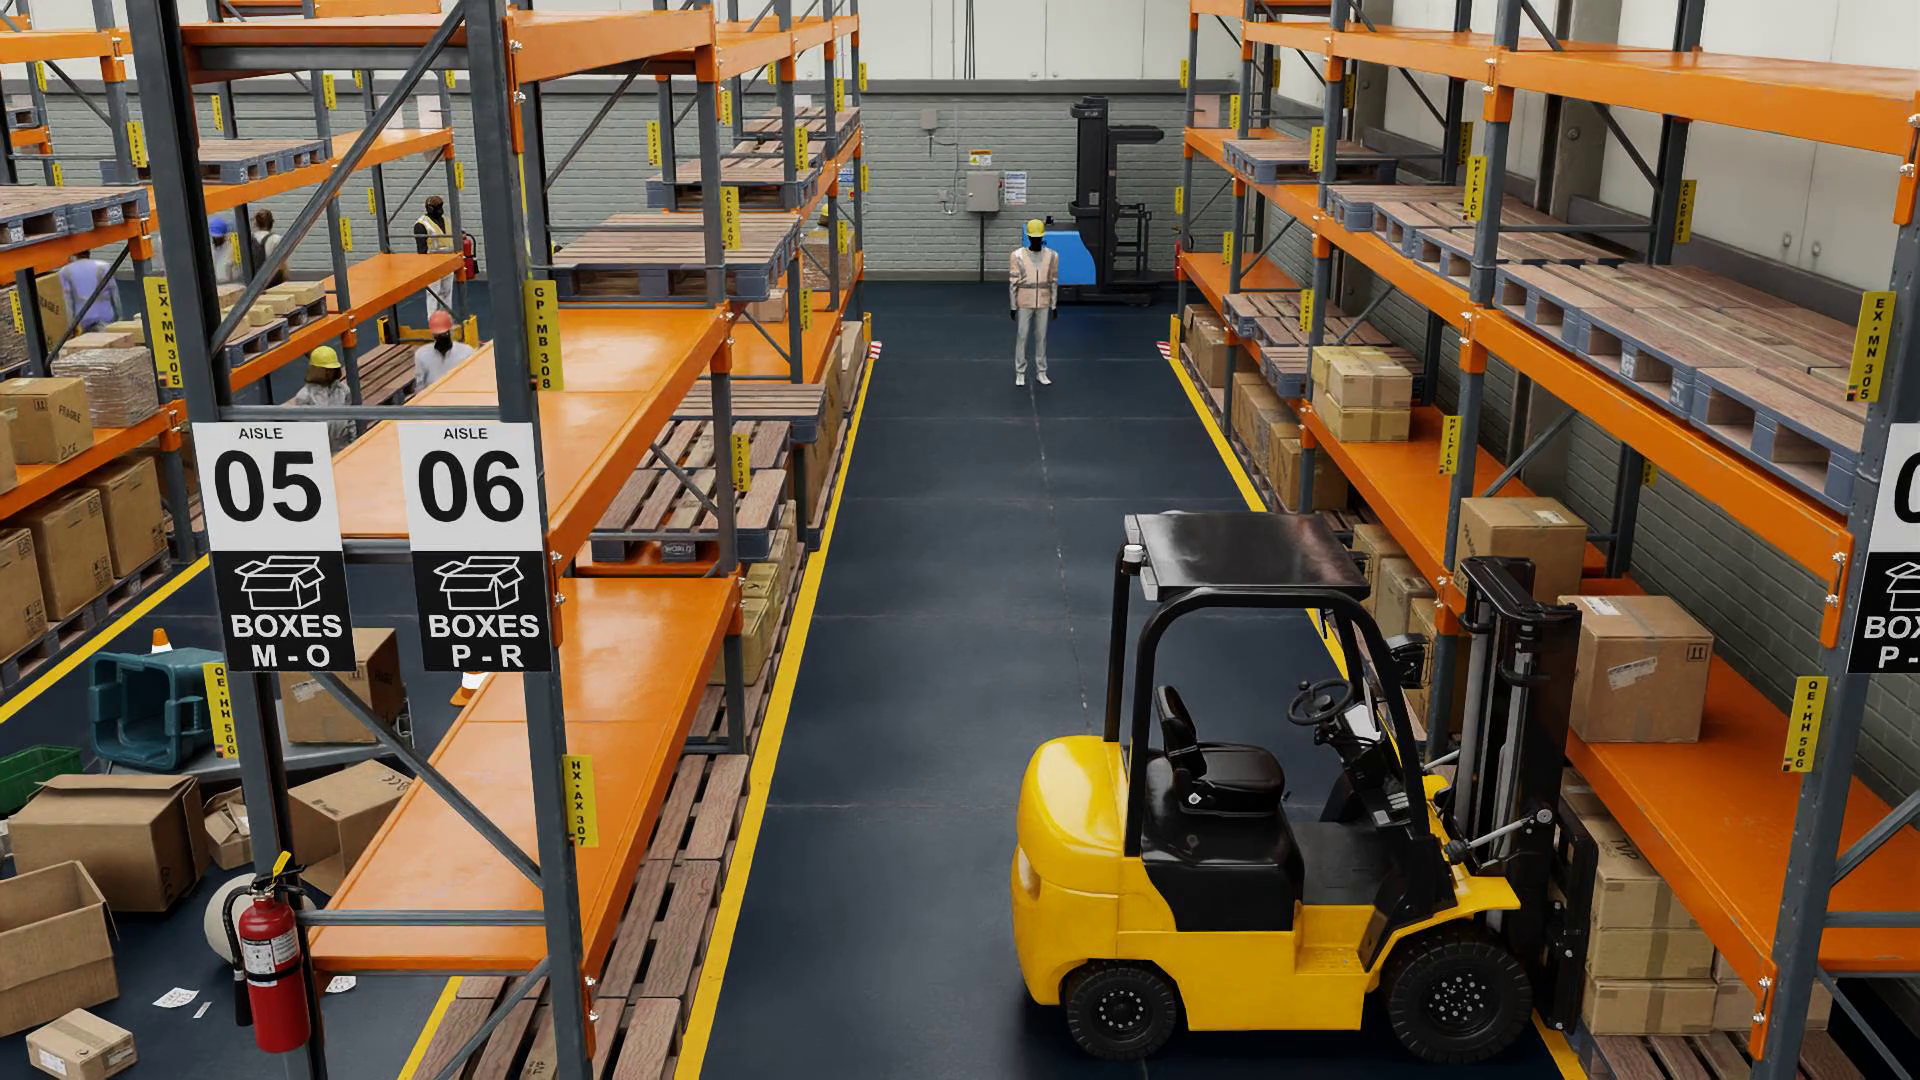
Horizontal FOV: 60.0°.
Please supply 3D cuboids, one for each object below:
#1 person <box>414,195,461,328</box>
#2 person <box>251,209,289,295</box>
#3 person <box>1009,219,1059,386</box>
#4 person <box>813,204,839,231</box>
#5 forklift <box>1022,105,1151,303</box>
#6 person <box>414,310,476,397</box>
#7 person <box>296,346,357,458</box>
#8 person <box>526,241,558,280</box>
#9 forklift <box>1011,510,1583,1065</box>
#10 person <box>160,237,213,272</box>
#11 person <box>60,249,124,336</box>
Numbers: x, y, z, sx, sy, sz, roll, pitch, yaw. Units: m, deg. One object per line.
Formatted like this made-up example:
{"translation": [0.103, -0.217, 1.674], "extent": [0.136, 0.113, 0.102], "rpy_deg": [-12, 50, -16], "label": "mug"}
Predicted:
{"translation": [-6.975, -3.689, 22.294], "extent": [0.430, 1.837, 0.628], "rpy_deg": [9, 20, 25], "label": "person"}
{"translation": [-8.677, -3.240, 20.921], "extent": [0.546, 1.827, 0.451], "rpy_deg": [3, 19, 10], "label": "person"}
{"translation": [0.860, -2.751, 19.303], "extent": [0.587, 1.927, 0.367], "rpy_deg": [-4, 19, -12], "label": "person"}
{"translation": [-1.747, -3.628, 22.262], "extent": [0.487, 1.737, 0.342], "rpy_deg": [-12, 22, -33], "label": "person"}
{"translation": [1.857, -4.944, 24.441], "extent": [1.873, 2.768, 1.129], "rpy_deg": [0, 18, 0], "label": "forklift"}
{"translation": [-4.587, -1.207, 14.933], "extent": [0.568, 1.734, 0.384], "rpy_deg": [-2, 18, -7], "label": "person"}
{"translation": [-5.069, -0.709, 13.439], "extent": [0.326, 1.736, 0.486], "rpy_deg": [14, 23, 36], "label": "person"}
{"translation": [-5.287, -3.247, 21.199], "extent": [0.551, 1.664, 0.717], "rpy_deg": [-15, 24, -38], "label": "person"}
{"translation": [1.387, 1.055, 7.378], "extent": [2.313, 2.155, 1.214], "rpy_deg": [0, 18, 0], "label": "forklift"}
{"translation": [-9.768, -3.308, 21.151], "extent": [0.635, 1.827, 0.703], "rpy_deg": [-5, 19, -14], "label": "person"}
{"translation": [-9.667, -2.487, 18.547], "extent": [0.555, 1.910, 0.795], "rpy_deg": [-4, 19, -12], "label": "person"}
